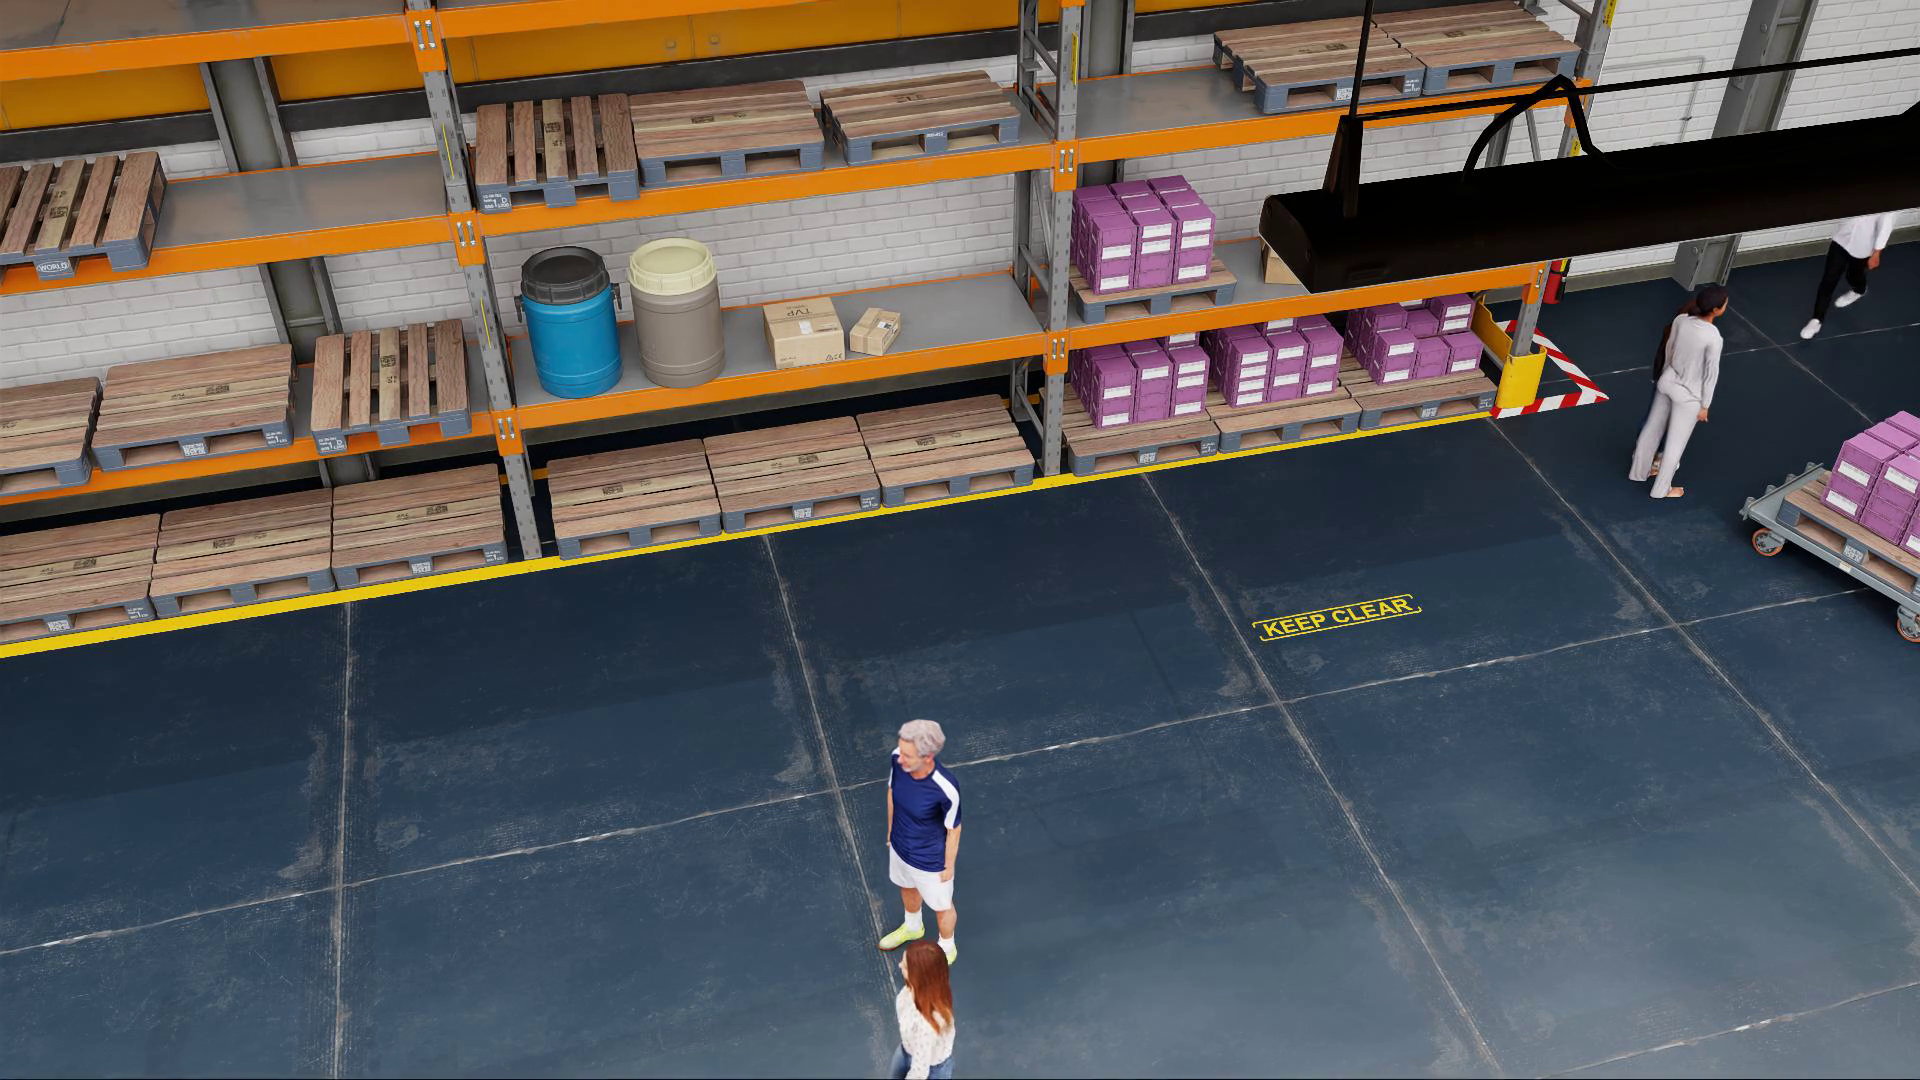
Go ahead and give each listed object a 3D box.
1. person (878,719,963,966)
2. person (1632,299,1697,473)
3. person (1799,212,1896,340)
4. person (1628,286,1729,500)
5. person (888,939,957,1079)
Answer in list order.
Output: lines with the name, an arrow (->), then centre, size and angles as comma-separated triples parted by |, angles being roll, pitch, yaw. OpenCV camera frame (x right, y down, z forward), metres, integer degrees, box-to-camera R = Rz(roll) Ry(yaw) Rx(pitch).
person -> -0.198, 1.628, 8.894 | 0.723, 1.839, 0.736 | 30, 48, 32
person -> 5.453, -1.196, 12.715 | 0.584, 1.483, 0.607 | -19, 42, -22
person -> 7.720, -2.599, 14.254 | 1.257, 1.755, 0.982 | -27, 46, -30
person -> 5.387, -1.119, 12.416 | 0.560, 1.736, 0.658 | -14, 41, -17
person -> -0.062, 2.497, 7.930 | 1.150, 1.683, 0.747 | -2, 39, -3
